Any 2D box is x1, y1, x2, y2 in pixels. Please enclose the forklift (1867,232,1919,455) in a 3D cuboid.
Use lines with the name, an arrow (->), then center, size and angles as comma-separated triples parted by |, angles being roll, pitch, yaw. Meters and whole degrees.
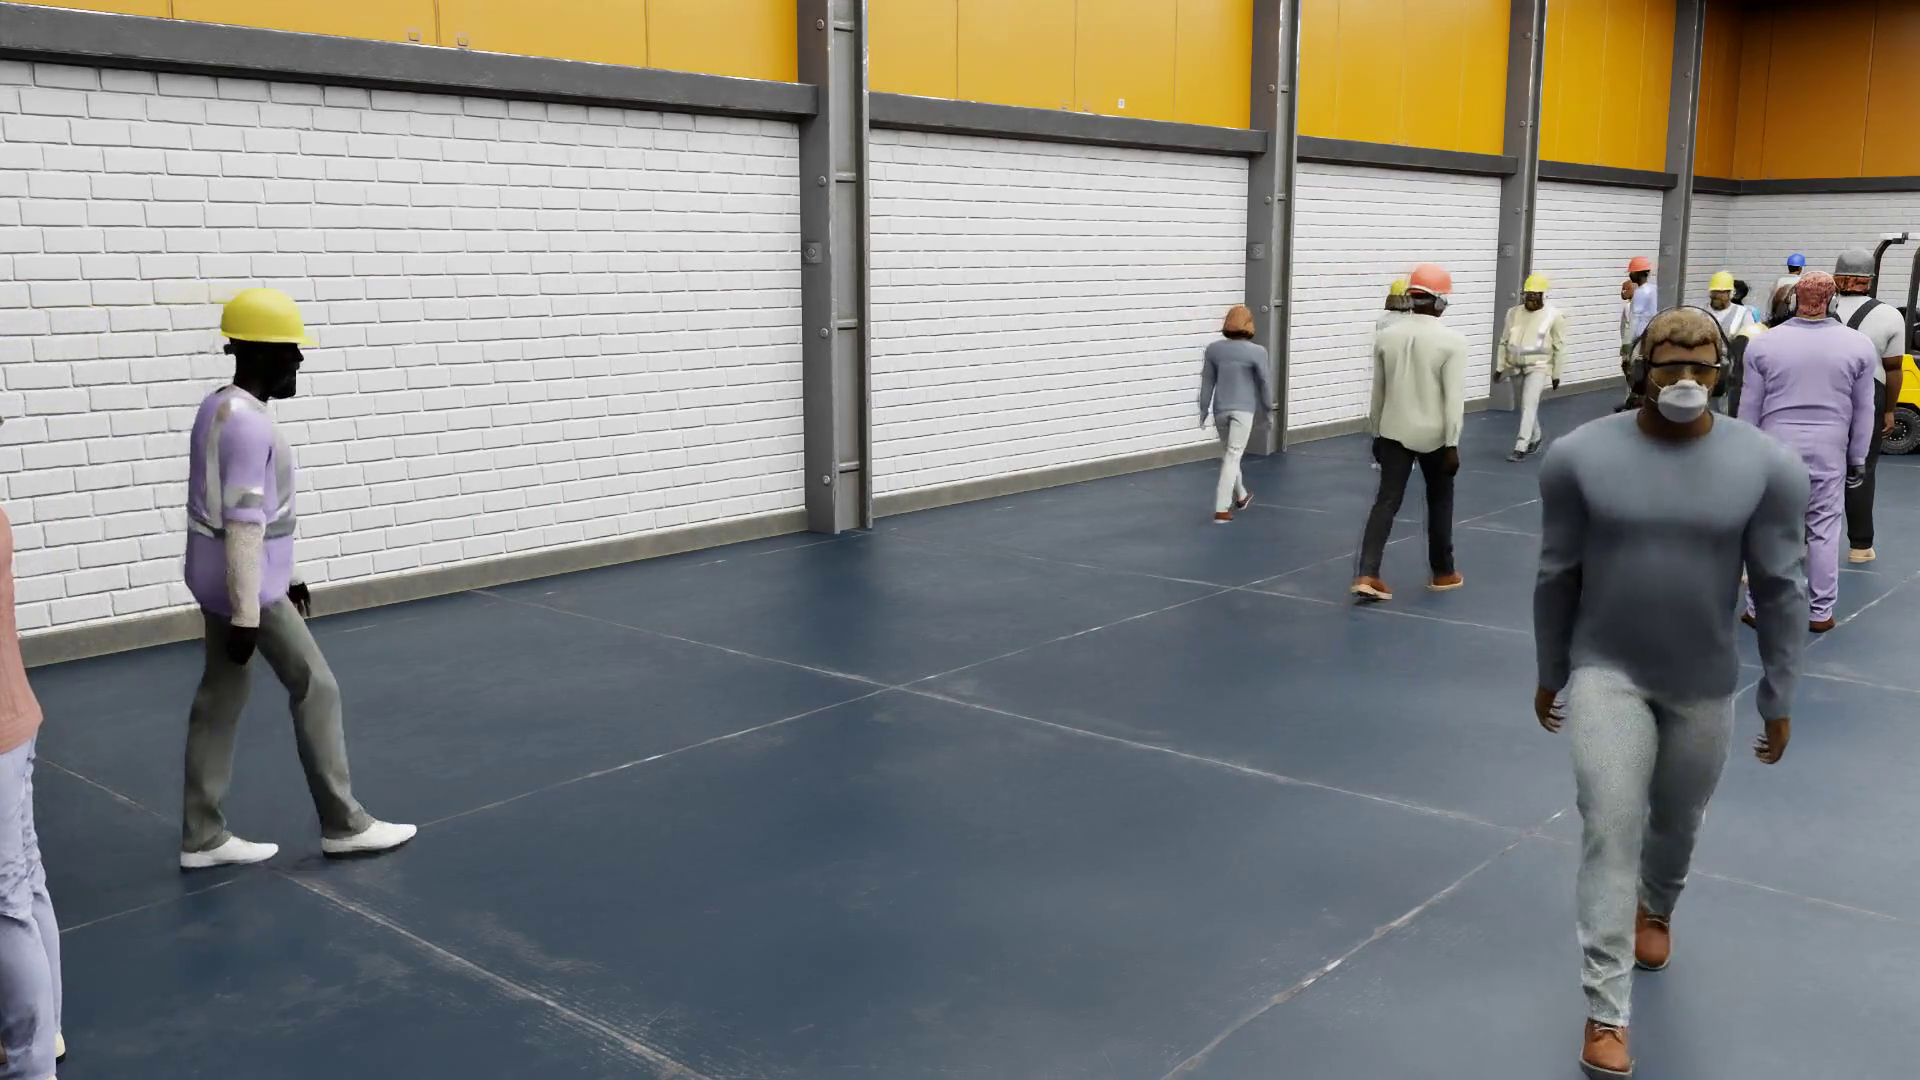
forklift -> 9.955, -1.972, 16.595 | 2.313, 2.155, 1.214 | 1, 10, 8

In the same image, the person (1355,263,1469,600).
person -> 2.620, -0.620, 9.615 | 0.627, 1.951, 1.003 | 9, 14, 42

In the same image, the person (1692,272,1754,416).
person -> 6.968, -1.567, 15.402 | 0.626, 1.796, 0.847 | 8, 13, 39

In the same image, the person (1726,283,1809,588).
person -> 4.857, -0.607, 9.902 | 0.645, 1.813, 0.669 | -1, 10, -6

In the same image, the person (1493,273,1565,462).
person -> 5.516, -1.674, 16.060 | 0.917, 1.794, 0.589 | -9, 13, -42

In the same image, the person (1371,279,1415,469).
person -> 4.003, -1.505, 15.222 | 0.484, 1.744, 0.295 | -2, 10, -11

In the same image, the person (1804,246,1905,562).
person -> 5.735, -0.881, 10.820 | 0.683, 2.000, 0.537 | 6, 12, 32

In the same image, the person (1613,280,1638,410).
person -> 8.395, -2.438, 20.843 | 0.279, 1.631, 0.504 | 8, 13, 39

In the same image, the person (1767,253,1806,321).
person -> 11.651, -3.035, 23.348 | 0.398, 1.949, 0.604 | -8, 13, -38

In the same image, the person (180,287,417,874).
person -> -2.206, 0.135, 5.440 | 0.840, 1.891, 0.610 | -7, 12, -33

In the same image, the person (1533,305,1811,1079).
person -> 1.823, 0.334, 4.341 | 0.642, 1.903, 0.985 | 4, 11, 21

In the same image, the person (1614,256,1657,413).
person -> 8.065, -2.436, 19.991 | 0.540, 1.923, 0.580 | 7, 12, 33

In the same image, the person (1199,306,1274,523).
person -> 2.102, -0.951, 12.473 | 0.527, 1.588, 0.830 | 7, 12, 35

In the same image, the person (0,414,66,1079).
person -> -2.305, 0.476, 3.864 | 0.300, 1.772, 0.532 | -4, 11, -22

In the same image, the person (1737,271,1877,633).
person -> 4.453, -0.460, 8.805 | 0.651, 1.907, 0.409 | 4, 11, 21

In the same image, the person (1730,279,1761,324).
person -> 8.709, -2.069, 18.613 | 0.446, 1.687, 0.530 | -5, 11, -26
